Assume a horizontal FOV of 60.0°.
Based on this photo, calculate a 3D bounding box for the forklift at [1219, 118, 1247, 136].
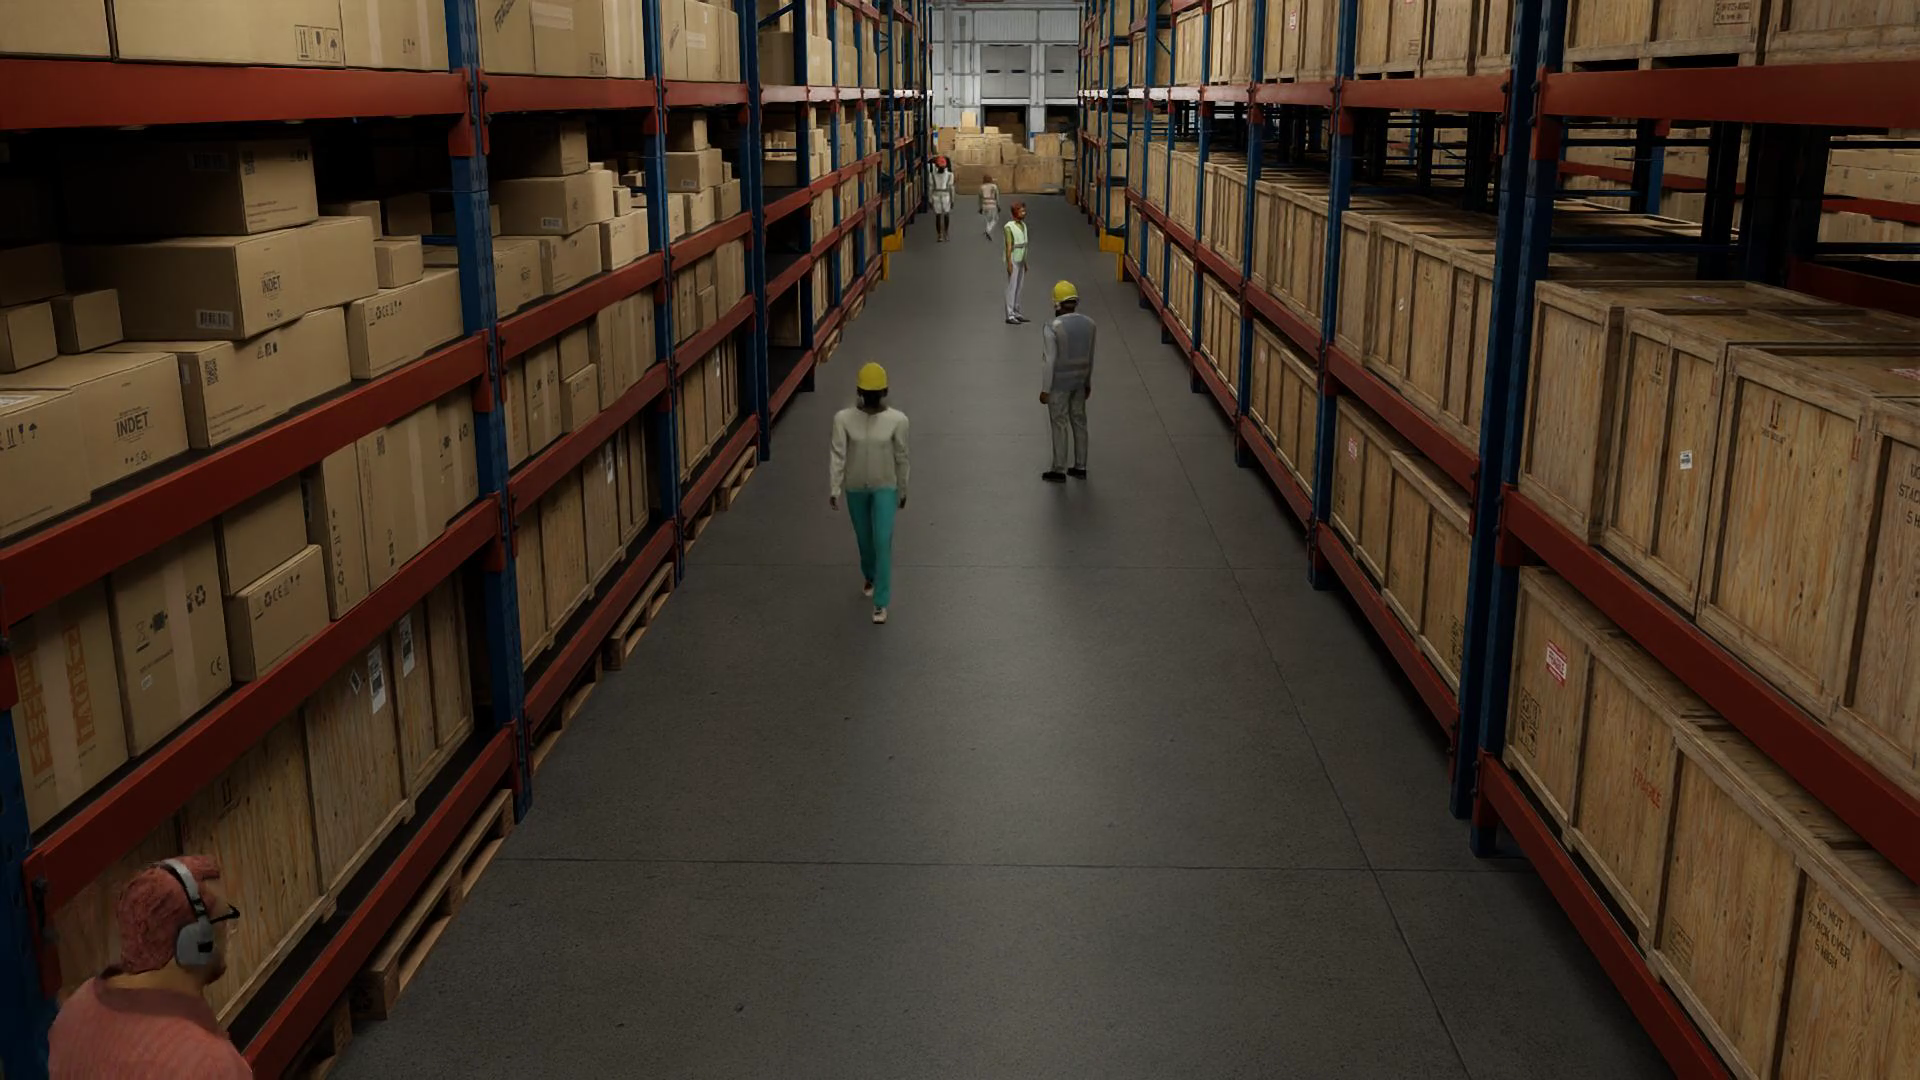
[{"bbox_3d":[7.115,-9.618,43.577,1.873,2.768,1.129,13,20,40],"label":"forklift"}]

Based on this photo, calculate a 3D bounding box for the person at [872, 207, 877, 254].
[{"bbox_3d":[-1.880,-6.514,33.918,0.709,1.887,0.650,-6,16,-22],"label":"person"}]

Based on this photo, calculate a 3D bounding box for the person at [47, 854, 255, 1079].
[{"bbox_3d":[-1.737,1.623,3.666,0.645,1.874,0.569,10,18,32],"label":"person"}]

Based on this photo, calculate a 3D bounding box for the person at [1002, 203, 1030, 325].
[{"bbox_3d":[0.855,-4.253,25.579,0.380,1.844,0.570,8,17,26],"label":"person"}]

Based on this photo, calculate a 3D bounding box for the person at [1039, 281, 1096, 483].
[{"bbox_3d":[0.958,-1.434,15.119,0.600,1.827,0.403,-11,19,-36],"label":"person"}]

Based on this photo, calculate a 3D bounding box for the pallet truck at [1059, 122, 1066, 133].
[{"bbox_3d":[5.788,-21.111,88.014,1.885,1.965,0.823,5,16,18],"label":"pallet truck"}]

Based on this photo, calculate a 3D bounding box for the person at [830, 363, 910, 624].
[{"bbox_3d":[-0.605,-0.366,11.359,0.526,1.723,0.913,2,15,6],"label":"person"}]

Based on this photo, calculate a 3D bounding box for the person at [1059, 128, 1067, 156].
[{"bbox_3d":[4.952,-19.279,81.440,0.578,1.878,0.345,-2,15,-6],"label":"person"}]

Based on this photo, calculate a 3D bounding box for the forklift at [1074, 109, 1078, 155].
[{"bbox_3d":[5.346,-17.067,71.294,1.129,2.768,1.873,9,17,29],"label":"forklift"}]

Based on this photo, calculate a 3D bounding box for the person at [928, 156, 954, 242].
[{"bbox_3d":[-0.444,-8.059,39.421,0.613,2.022,0.689,-1,15,-2],"label":"person"}]

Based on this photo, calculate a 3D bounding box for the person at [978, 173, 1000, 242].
[{"bbox_3d":[0.686,-7.875,39.476,0.577,1.612,0.441,6,16,22],"label":"person"}]
